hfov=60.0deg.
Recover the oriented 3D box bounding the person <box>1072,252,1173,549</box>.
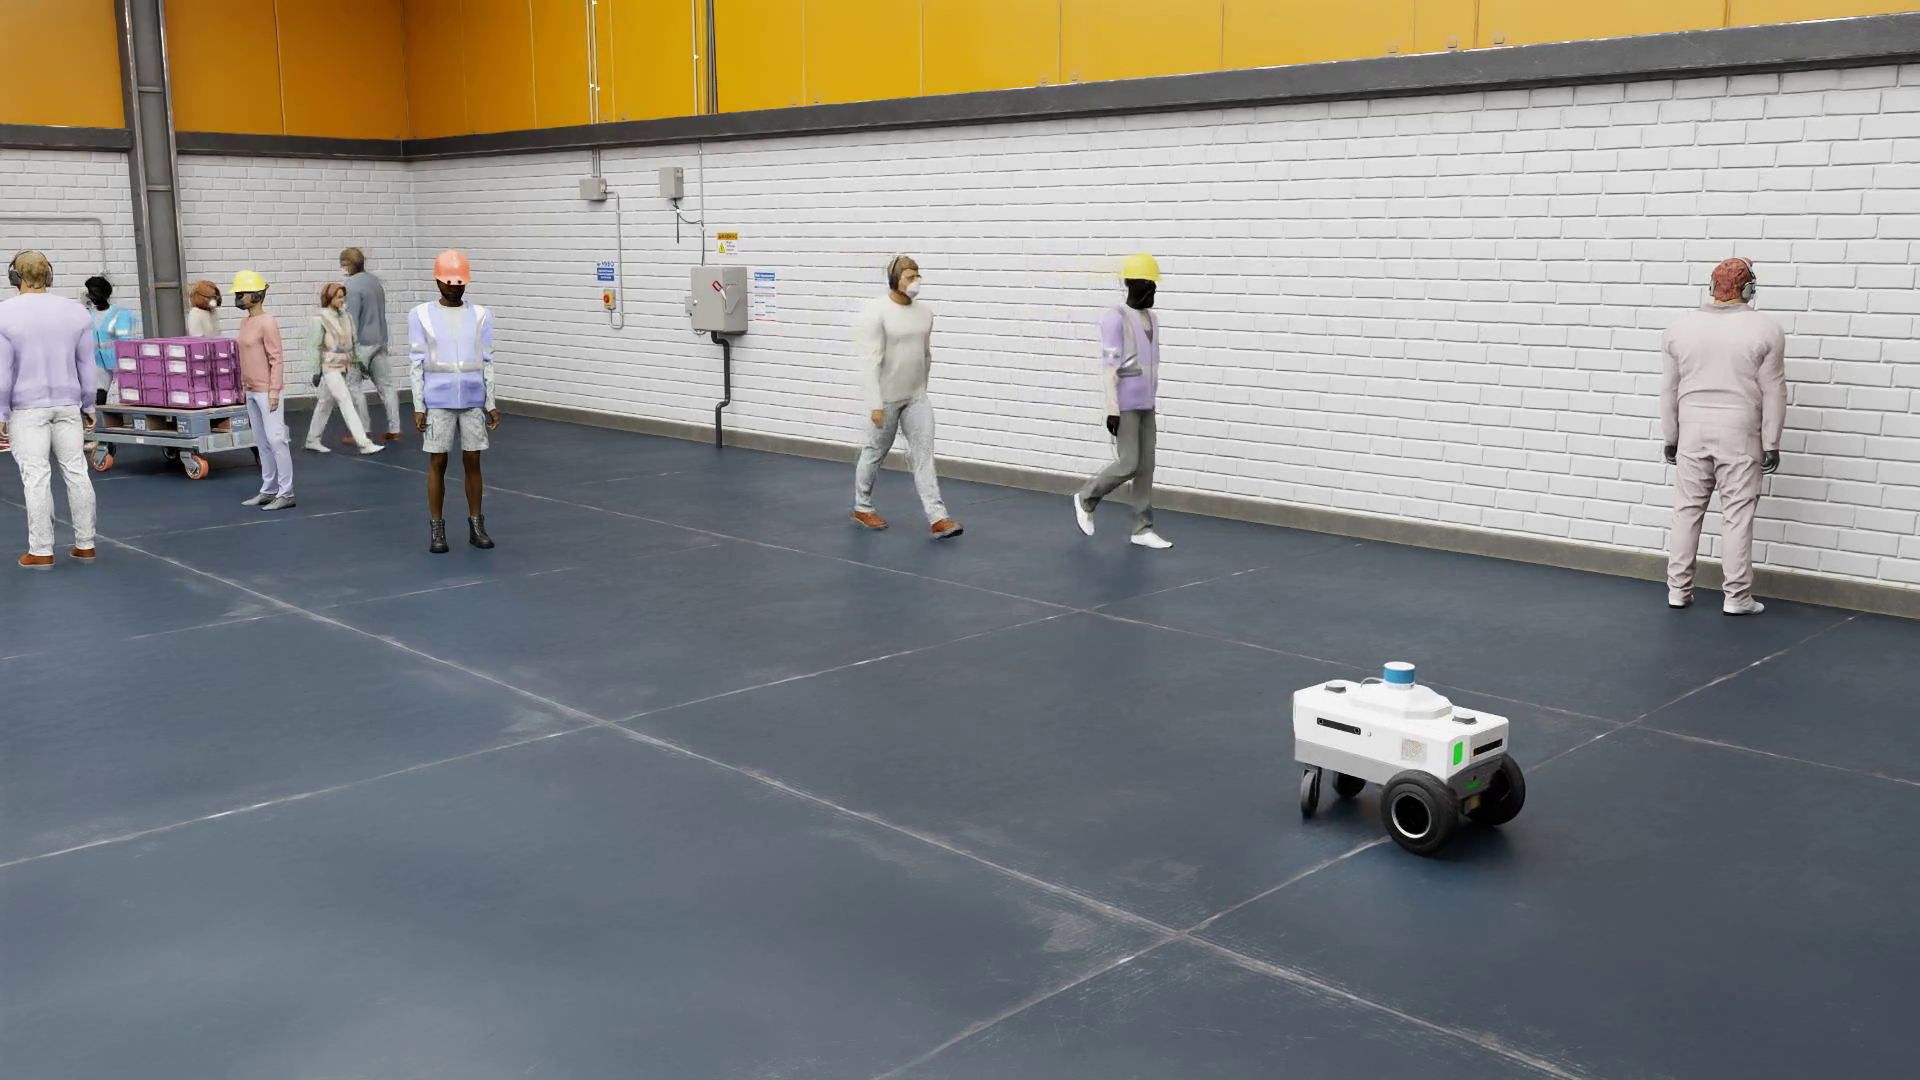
[{"bbox_3d":[1.086,-0.899,10.786,0.616,1.914,0.600,8,13,38],"label":"person"}]

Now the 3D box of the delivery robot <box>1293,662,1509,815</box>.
[{"bbox_3d":[1.502,0.663,5.725,0.477,0.478,0.707,-9,14,-41],"label":"delivery robot"}]

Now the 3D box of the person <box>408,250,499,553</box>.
[{"bbox_3d":[-3.233,-0.885,10.673,0.543,1.929,0.372,-6,12,-28],"label":"person"}]

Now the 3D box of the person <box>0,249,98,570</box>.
[{"bbox_3d":[-5.562,-0.787,10.110,0.361,1.939,0.635,8,13,36],"label":"person"}]

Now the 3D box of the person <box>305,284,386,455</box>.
[{"bbox_3d":[-5.753,-1.572,15.371,0.908,1.584,0.509,2,11,11],"label":"person"}]

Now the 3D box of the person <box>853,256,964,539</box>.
[{"bbox_3d":[-0.399,-0.955,11.175,0.650,1.887,1.043,-9,14,-42],"label":"person"}]

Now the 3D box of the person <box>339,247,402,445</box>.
[{"bbox_3d":[-5.782,-1.877,16.165,0.624,1.910,0.742,1,10,7],"label":"person"}]

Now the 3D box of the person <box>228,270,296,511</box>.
[{"bbox_3d":[-5.174,-1.097,12.275,0.532,1.767,0.328,10,14,43],"label":"person"}]

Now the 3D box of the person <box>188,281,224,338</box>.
[{"bbox_3d":[-7.131,-1.670,15.880,0.714,1.590,0.526,1,10,7],"label":"person"}]

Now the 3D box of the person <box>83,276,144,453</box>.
[{"bbox_3d":[-8.015,-1.674,15.772,0.542,1.643,0.900,2,11,9],"label":"person"}]

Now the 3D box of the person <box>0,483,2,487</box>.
[{"bbox_3d":[-7.587,-1.149,12.494,0.654,1.790,0.671,7,12,33],"label":"person"}]

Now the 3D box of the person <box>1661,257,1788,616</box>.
[{"bbox_3d":[4.080,-0.548,8.903,0.639,1.908,0.409,10,14,43],"label":"person"}]
